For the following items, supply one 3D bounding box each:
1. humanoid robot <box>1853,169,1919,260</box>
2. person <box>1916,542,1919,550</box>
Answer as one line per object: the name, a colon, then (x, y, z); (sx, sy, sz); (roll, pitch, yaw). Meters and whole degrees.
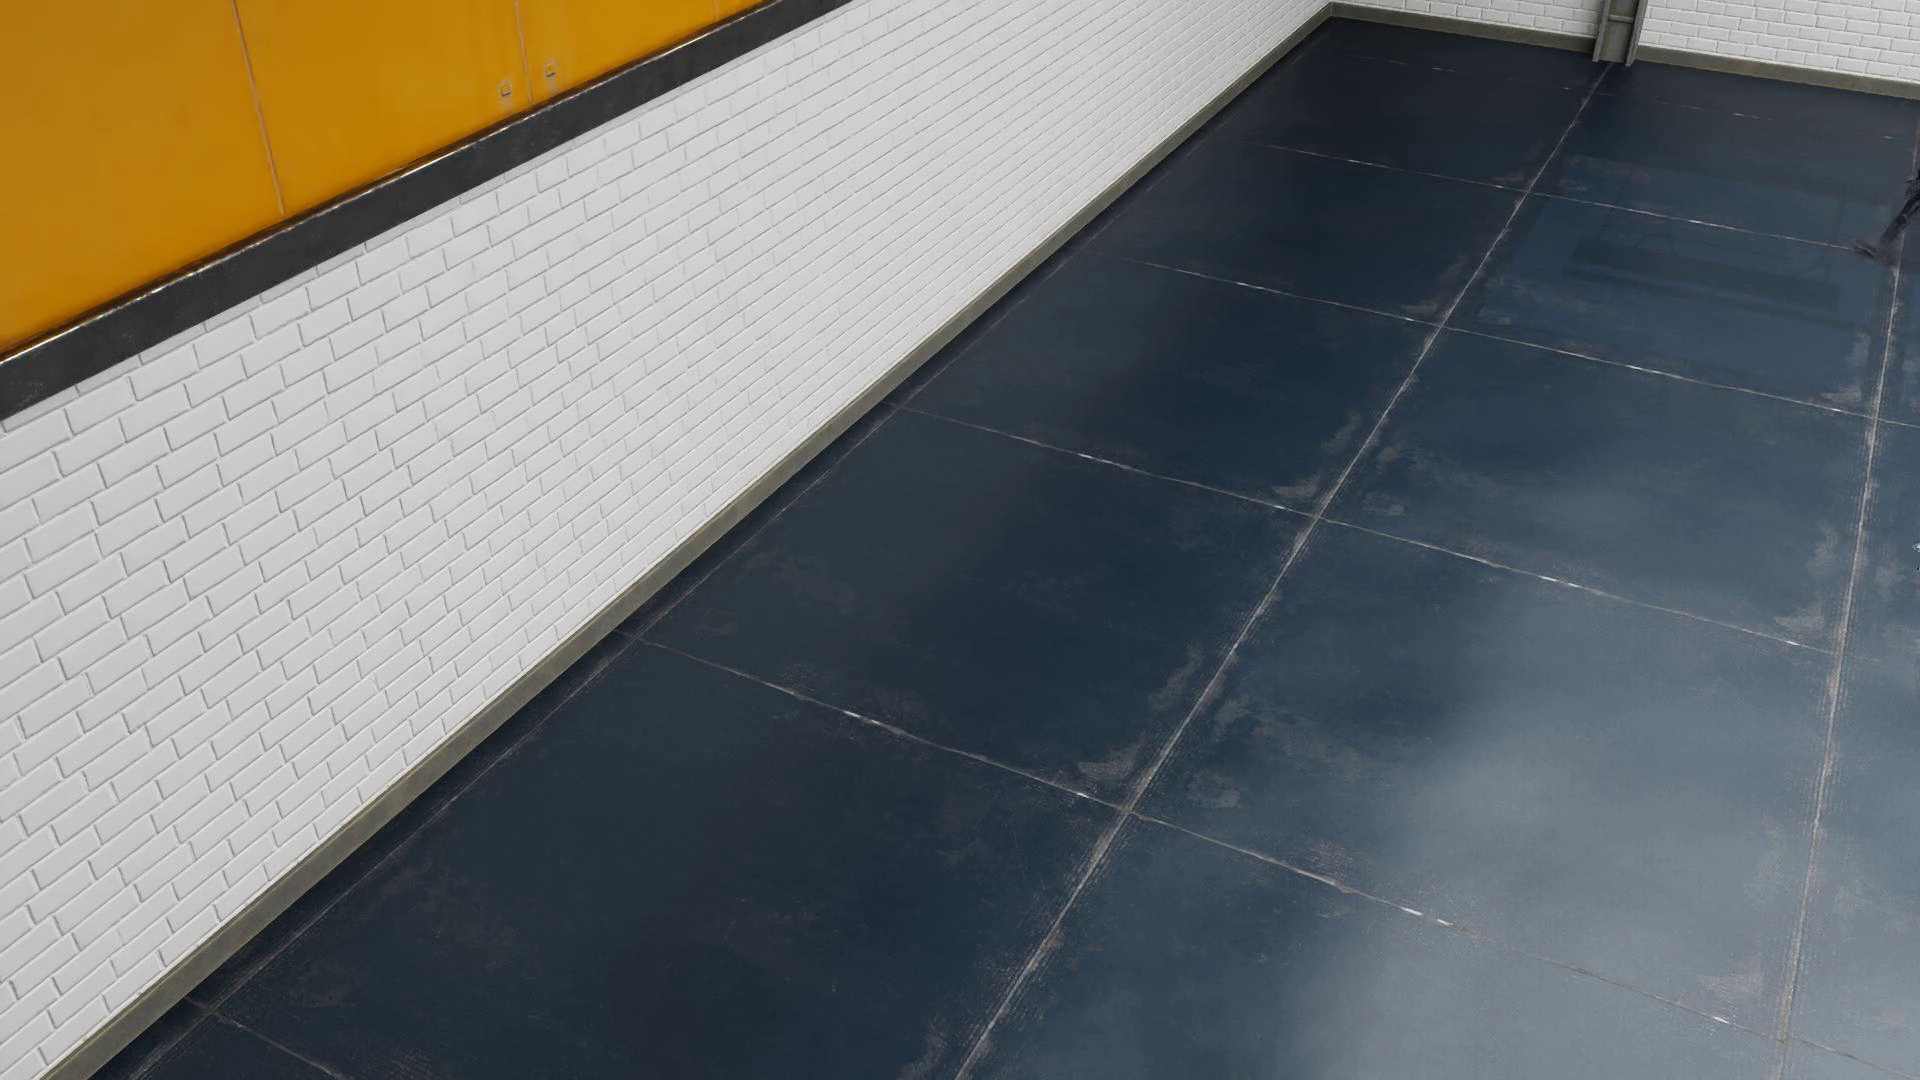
humanoid robot: (7.697, -2.922, 13.103); (0.599, 1.622, 0.791); (-28, 43, -35)
person: (5.884, -0.557, 9.489); (0.309, 1.742, 0.494); (8, 35, 12)
